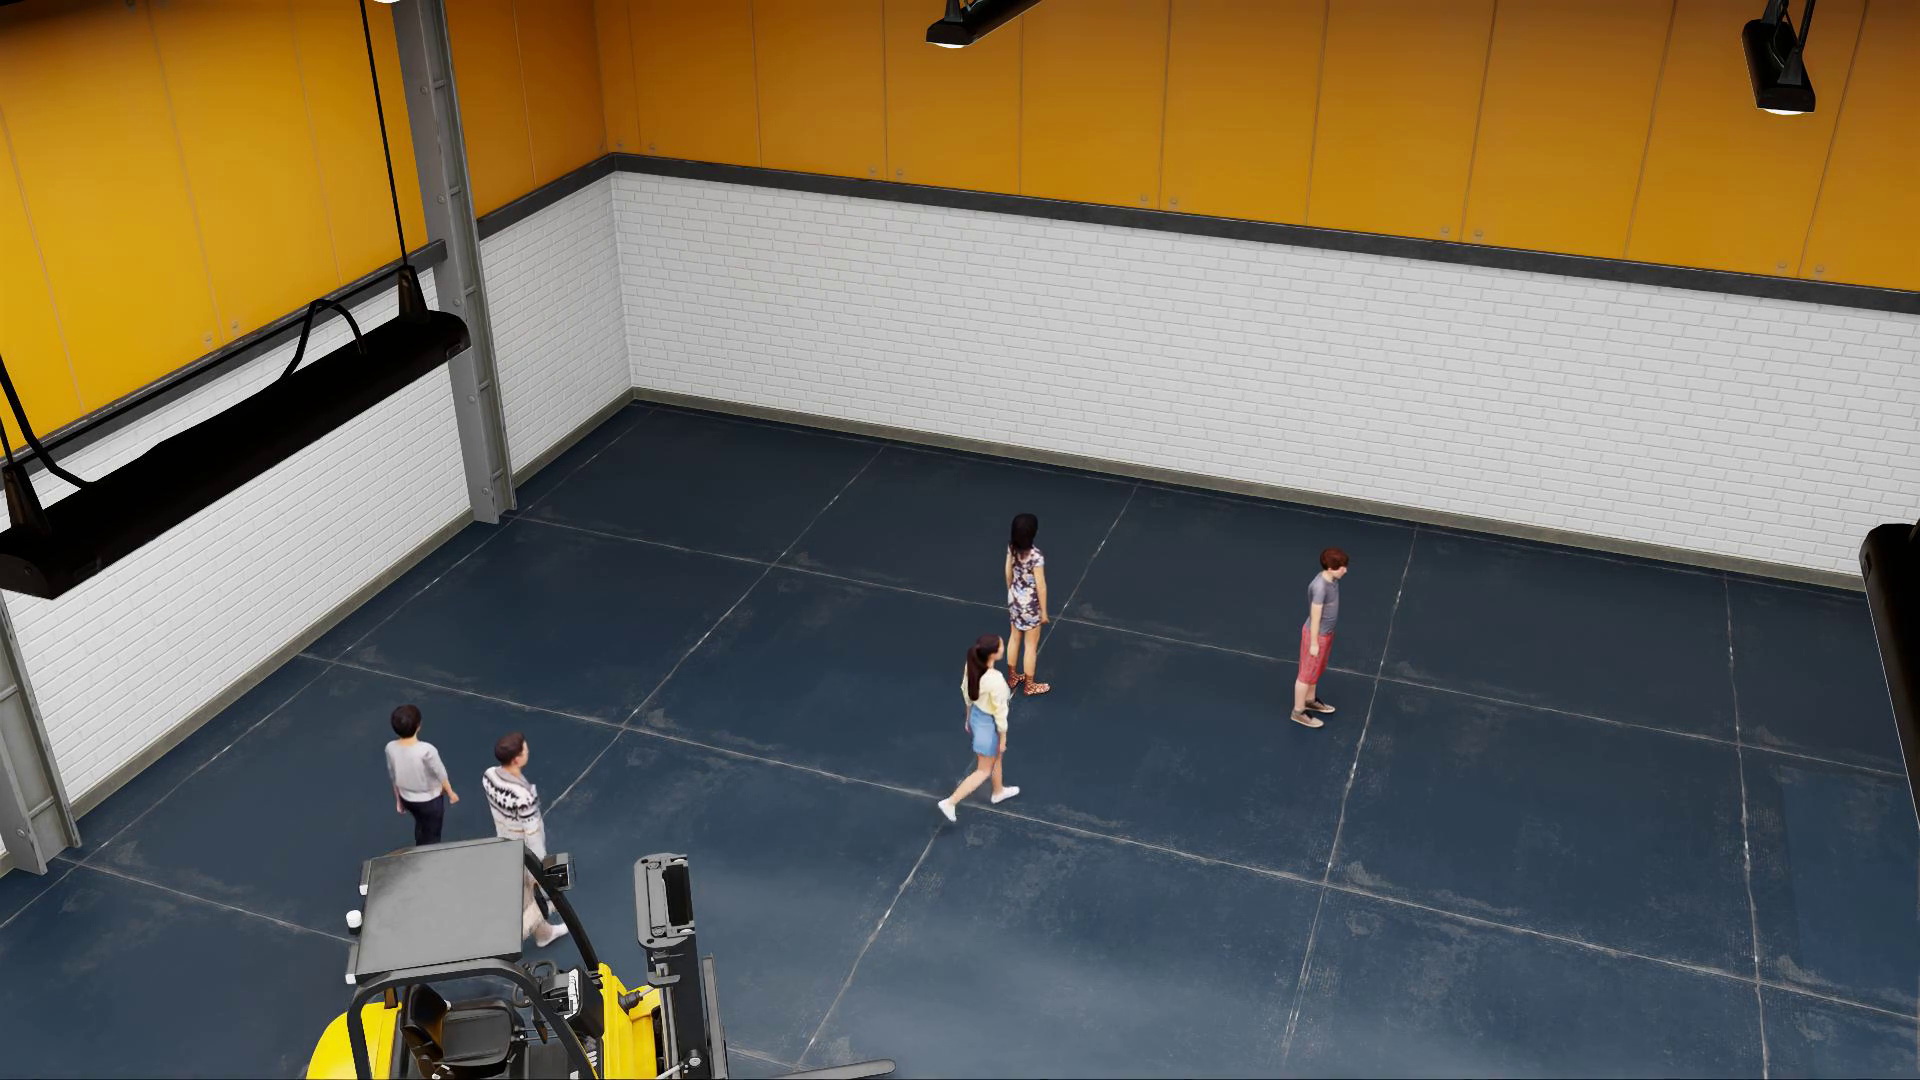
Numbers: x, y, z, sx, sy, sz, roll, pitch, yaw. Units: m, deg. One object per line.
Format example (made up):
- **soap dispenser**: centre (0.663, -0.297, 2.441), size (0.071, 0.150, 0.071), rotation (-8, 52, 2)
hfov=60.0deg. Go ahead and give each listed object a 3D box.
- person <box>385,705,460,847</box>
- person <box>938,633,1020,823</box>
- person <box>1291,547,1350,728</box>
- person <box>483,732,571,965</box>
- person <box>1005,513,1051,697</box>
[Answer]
- **person**: centre (-3.949, 1.915, 12.074), size (0.557, 1.539, 0.571), rotation (8, 30, 15)
- **person**: centre (0.142, 1.467, 12.821), size (1.149, 1.610, 1.017), rotation (-18, 33, -29)
- **person**: centre (3.014, 0.788, 14.025), size (0.669, 1.649, 0.525), rotation (16, 32, 26)
- **person**: centre (-3.036, 2.148, 11.333), size (0.921, 1.839, 1.051), rotation (25, 37, 38)
- **person**: centre (0.558, 0.548, 14.377), size (0.689, 1.733, 0.676), rotation (-21, 35, -34)
